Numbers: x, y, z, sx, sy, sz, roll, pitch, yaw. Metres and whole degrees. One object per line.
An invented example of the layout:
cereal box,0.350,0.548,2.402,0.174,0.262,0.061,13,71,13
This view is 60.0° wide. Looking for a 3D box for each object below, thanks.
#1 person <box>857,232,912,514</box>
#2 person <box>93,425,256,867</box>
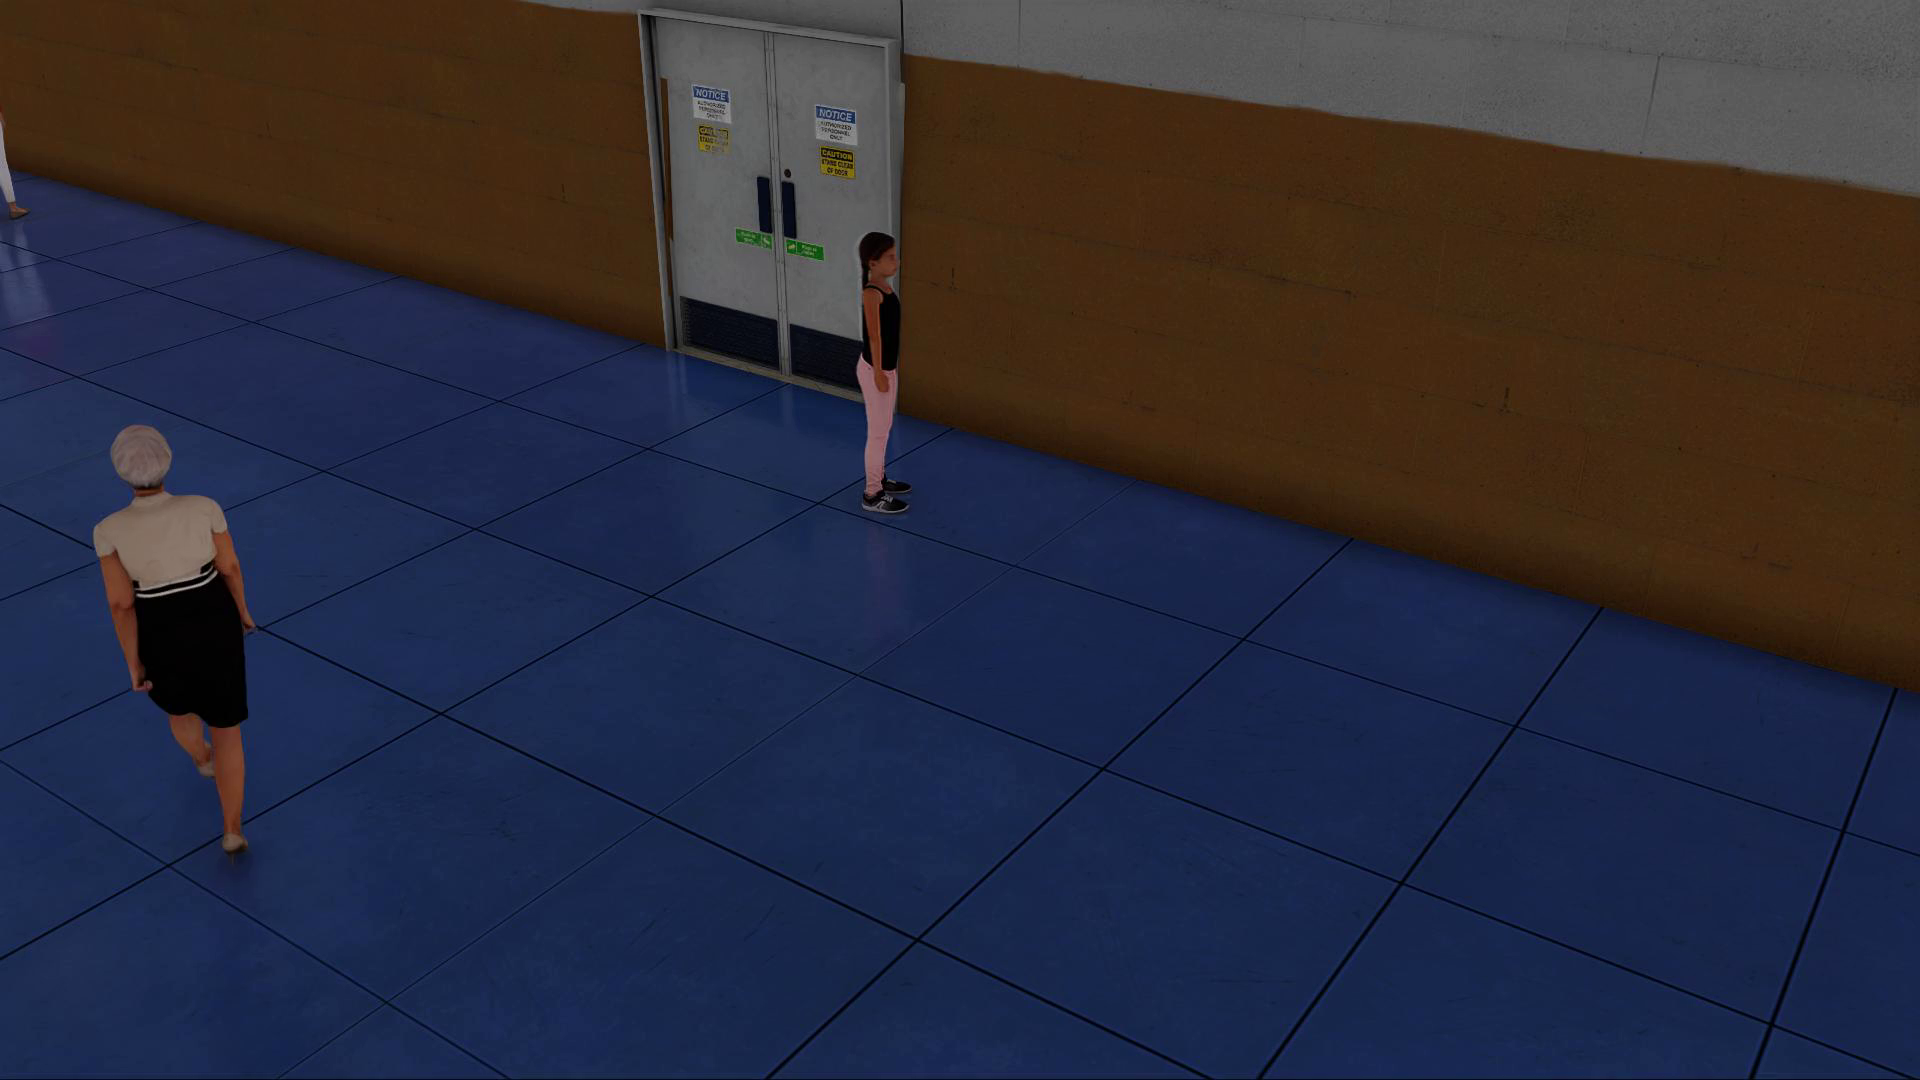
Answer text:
person,-0.440,-0.927,9.106,0.673,1.564,0.577,2,27,5
person,-2.875,0.449,6.226,1.087,1.715,1.021,-11,29,-20
